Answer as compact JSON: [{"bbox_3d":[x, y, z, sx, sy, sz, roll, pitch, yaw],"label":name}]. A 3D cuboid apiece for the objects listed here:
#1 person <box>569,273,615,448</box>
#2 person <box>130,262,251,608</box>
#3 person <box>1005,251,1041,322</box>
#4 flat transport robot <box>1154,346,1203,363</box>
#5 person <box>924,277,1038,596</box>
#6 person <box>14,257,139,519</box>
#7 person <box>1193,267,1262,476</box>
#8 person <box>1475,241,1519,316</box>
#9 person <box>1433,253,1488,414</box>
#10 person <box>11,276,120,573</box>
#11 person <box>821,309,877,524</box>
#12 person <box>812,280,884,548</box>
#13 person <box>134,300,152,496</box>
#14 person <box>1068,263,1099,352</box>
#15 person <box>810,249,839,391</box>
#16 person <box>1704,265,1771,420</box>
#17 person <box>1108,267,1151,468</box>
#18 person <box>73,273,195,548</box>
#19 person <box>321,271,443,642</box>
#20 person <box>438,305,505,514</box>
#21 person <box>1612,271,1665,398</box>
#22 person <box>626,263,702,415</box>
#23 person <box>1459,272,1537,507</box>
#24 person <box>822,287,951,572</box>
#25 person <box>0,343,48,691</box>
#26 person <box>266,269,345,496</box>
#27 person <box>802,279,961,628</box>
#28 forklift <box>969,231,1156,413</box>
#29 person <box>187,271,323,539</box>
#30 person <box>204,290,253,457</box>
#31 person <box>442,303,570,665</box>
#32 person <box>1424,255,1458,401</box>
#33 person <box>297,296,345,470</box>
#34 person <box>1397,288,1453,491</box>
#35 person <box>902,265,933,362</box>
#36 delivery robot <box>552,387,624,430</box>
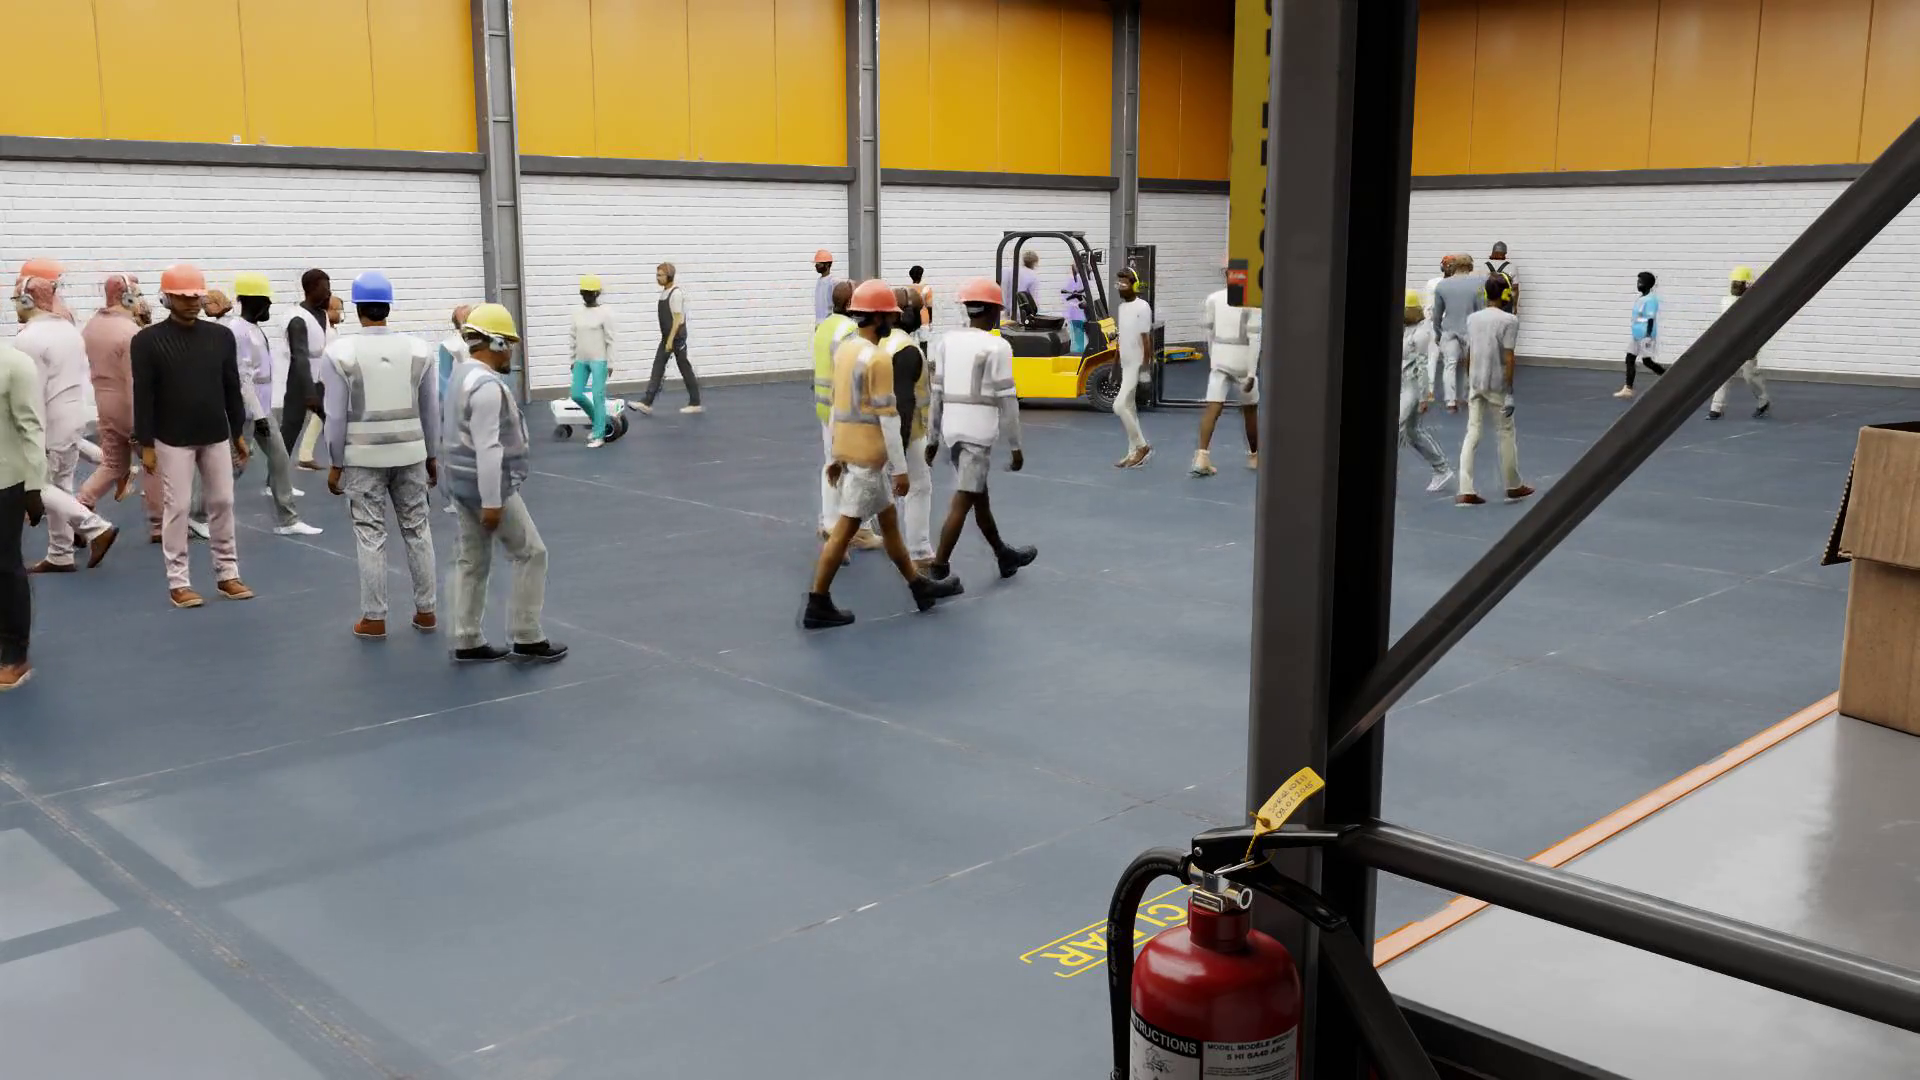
[{"bbox_3d":[-3.692,-1.800,16.726,0.537,1.751,0.434,4,11,21],"label":"person"},{"bbox_3d":[-4.406,-0.595,9.575,0.436,1.982,0.618,8,13,39],"label":"person"},{"bbox_3d":[0.947,-3.456,25.431,0.704,1.894,0.366,10,14,44],"label":"person"},{"bbox_3d":[3.443,-3.136,28.073,0.652,0.197,1.431,9,13,40],"label":"flat transport robot"},{"bbox_3d":[0.106,-0.629,10.006,1.034,1.874,0.599,-9,14,-42],"label":"person"},{"bbox_3d":[-6.779,-1.160,12.650,0.772,1.974,0.613,-5,12,-27],"label":"person"},{"bbox_3d":[2.442,-1.566,14.859,0.613,1.994,1.068,8,13,37],"label":"person"},{"bbox_3d":[8.766,-3.854,27.158,0.688,2.000,0.537,5,11,25],"label":"person"},{"bbox_3d":[6.062,-2.497,20.102,0.662,1.910,0.832,5,12,27],"label":"person"},{"bbox_3d":[-5.630,-0.702,10.419,0.569,1.886,0.645,0,10,-1],"label":"person"},{"bbox_3d":[-0.805,-0.919,12.291,0.443,1.621,0.532,-9,14,-40],"label":"person"},{"bbox_3d":[-0.710,-0.838,11.271,0.540,1.828,0.640,-6,12,-29],"label":"person"},{"bbox_3d":[-6.649,-1.148,13.525,0.549,1.619,0.459,2,11,11],"label":"person"},{"bbox_3d":[1.785,-3.115,23.752,0.501,1.814,0.573,-10,14,-43],"label":"person"},{"bbox_3d":[-1.841,-2.978,22.661,0.356,1.937,0.552,-6,12,-31],"label":"person"},{"bbox_3d":[9.086,-2.286,19.277,0.872,1.798,0.583,-6,12,-30],"label":"person"},{"bbox_3d":[1.535,-1.563,15.185,0.429,1.847,0.552,-3,11,-18],"label":"person"},{"bbox_3d":[-5.741,-0.870,11.330,0.639,1.878,0.812,6,12,30],"label":"person"},{"bbox_3d":[-3.049,-0.440,8.797,0.614,1.945,0.404,-8,13,-37],"label":"person"},{"bbox_3d":[-3.759,-1.034,13.011,0.685,1.603,0.473,-10,14,-42],"label":"person"},{"bbox_3d":[9.000,-2.676,21.735,0.739,1.669,0.534,0,10,-1],"label":"person"},{"bbox_3d":[-3.489,-2.369,19.708,0.953,1.794,0.536,-7,13,-35],"label":"person"},{"bbox_3d":[4.282,-1.192,13.198,0.887,1.833,0.560,-7,13,-35],"label":"person"},{"bbox_3d":[-0.457,-0.680,10.474,0.723,1.819,0.628,-5,12,-26],"label":"person"},{"bbox_3d":[-4.579,-0.268,7.757,0.639,1.977,0.441,0,10,-2],"label":"person"},{"bbox_3d":[-5.222,-1.256,13.505,1.039,1.857,0.609,1,10,3],"label":"person"},{"bbox_3d":[-0.441,-0.472,9.123,1.004,1.883,0.568,-5,11,-24],"label":"person"},{"bbox_3d":[1.222,-2.721,20.561,2.313,2.155,1.214,2,11,13],"label":"forklift"},{"bbox_3d":[-5.060,-0.934,11.670,0.892,1.898,0.594,-1,10,-5],"label":"person"},{"bbox_3d":[-6.973,-1.561,15.815,0.312,1.623,0.498,-2,11,-10],"label":"person"},{"bbox_3d":[-2.250,-0.266,8.270,0.667,1.796,0.586,-7,12,-32],"label":"person"},{"bbox_3d":[6.261,-2.724,21.432,0.575,1.883,0.362,0,10,0],"label":"person"},{"bbox_3d":[-5.636,-1.408,15.041,0.854,1.584,0.518,-2,11,-10],"label":"person"},{"bbox_3d":[3.733,-1.222,13.719,0.861,1.710,0.495,-2,11,-12],"label":"person"},{"bbox_3d":[-0.645,-3.219,24.662,0.530,1.689,0.321,4,11,19],"label":"person"},{"bbox_3d":[-3.877,-1.357,17.343,0.707,0.478,0.477,0,10,-1],"label":"delivery robot"}]
